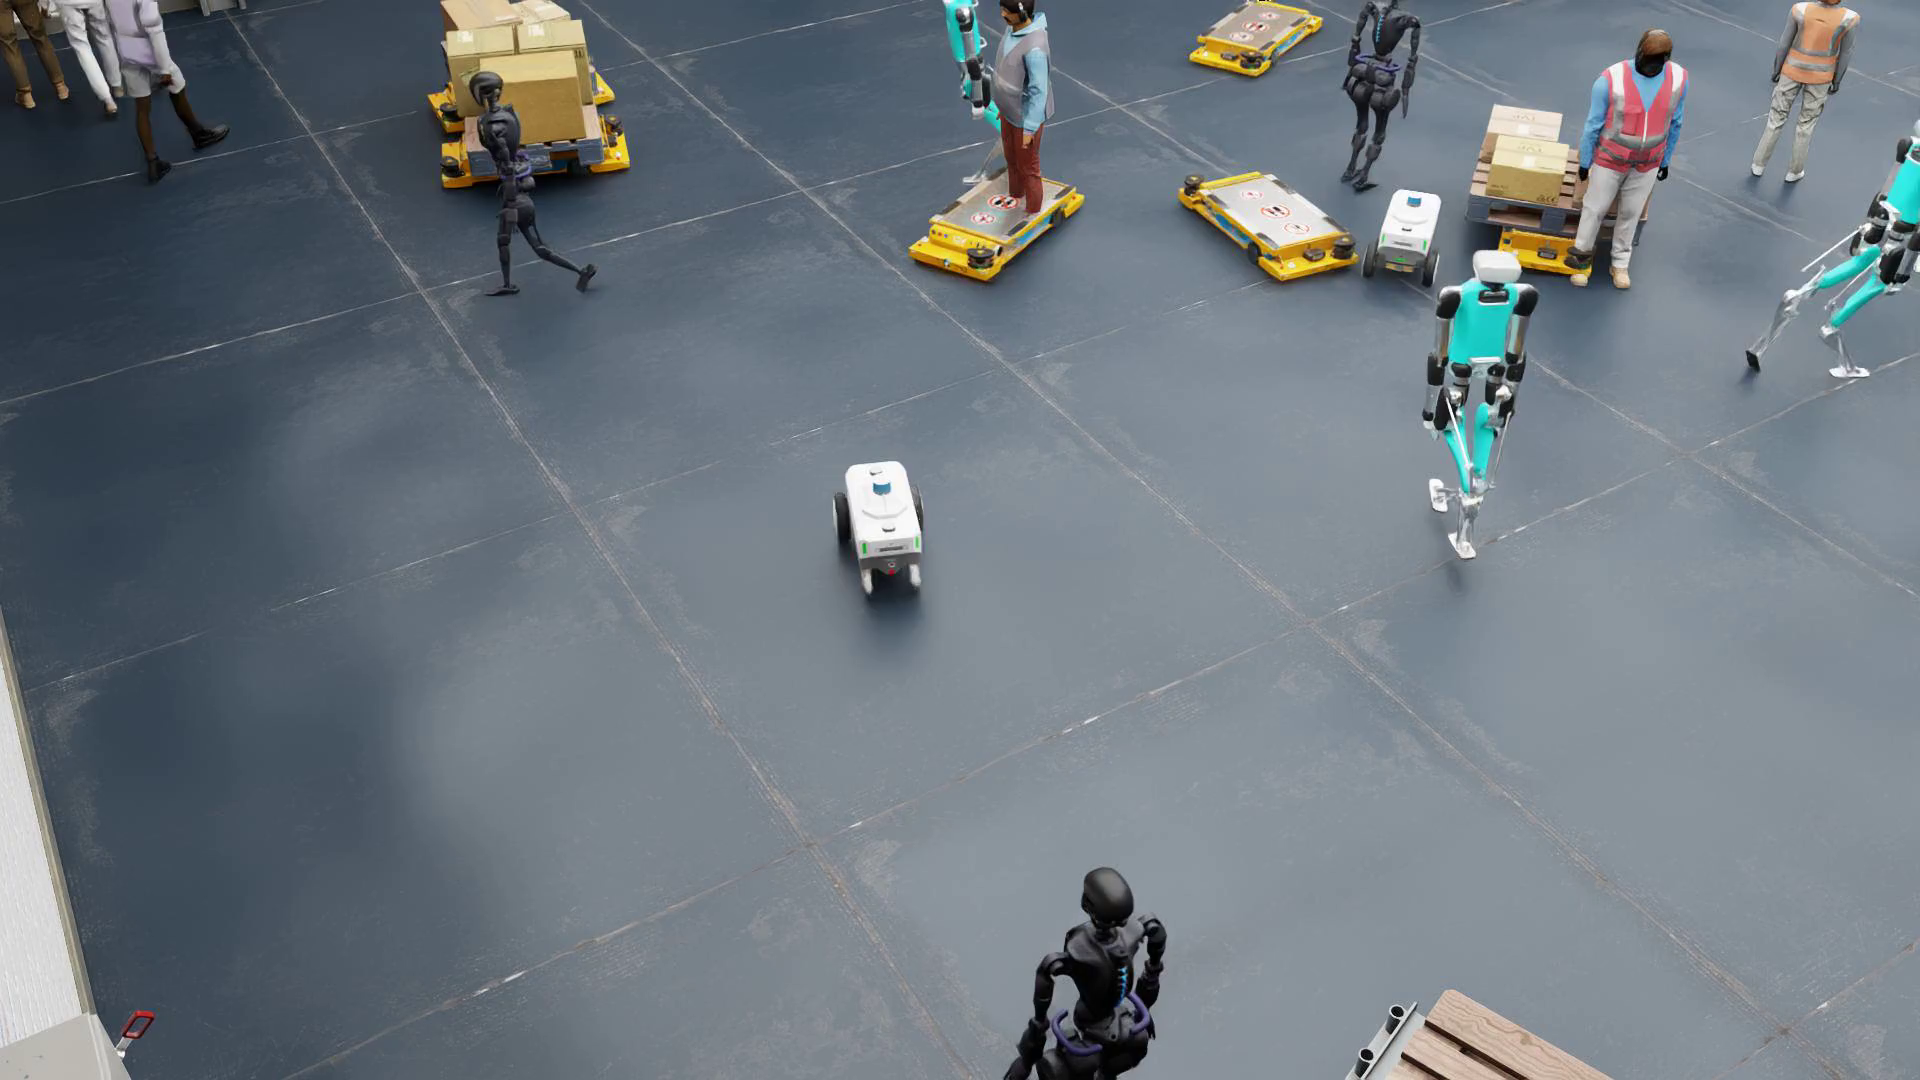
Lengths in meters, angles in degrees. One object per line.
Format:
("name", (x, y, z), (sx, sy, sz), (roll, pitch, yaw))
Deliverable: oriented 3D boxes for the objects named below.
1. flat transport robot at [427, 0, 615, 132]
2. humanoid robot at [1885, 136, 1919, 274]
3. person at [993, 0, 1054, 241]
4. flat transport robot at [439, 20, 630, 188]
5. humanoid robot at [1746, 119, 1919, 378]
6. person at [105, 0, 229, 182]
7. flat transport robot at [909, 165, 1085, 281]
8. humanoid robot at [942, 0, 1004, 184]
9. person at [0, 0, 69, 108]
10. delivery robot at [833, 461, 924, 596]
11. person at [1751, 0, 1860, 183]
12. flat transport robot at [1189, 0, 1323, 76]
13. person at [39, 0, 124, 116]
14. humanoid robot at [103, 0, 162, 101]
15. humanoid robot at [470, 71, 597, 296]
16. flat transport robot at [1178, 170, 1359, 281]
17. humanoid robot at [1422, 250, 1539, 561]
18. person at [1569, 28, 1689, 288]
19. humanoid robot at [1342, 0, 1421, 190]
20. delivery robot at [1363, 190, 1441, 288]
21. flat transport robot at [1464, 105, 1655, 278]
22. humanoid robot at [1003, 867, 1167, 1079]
("flat transport robot", (-3.713, -3.776, 14.057), (1.431, 0.231, 0.659), (-17, 42, -21))
("humanoid robot", (6.920, -2.860, 11.753), (0.532, 1.778, 0.976), (6, 39, 8))
("person", (0.442, -3.011, 11.797), (0.413, 1.878, 0.533), (-14, 41, -17))
("flat transport robot", (-3.373, -3.084, 13.183), (1.431, 0.231, 0.659), (-9, 39, -11))
("humanoid robot", (5.449, -1.741, 10.314), (0.983, 1.758, 0.537), (-4, 39, -5))
("person", (-6.169, -3.753, 12.737), (0.542, 1.868, 0.910), (9, 39, 11))
("flat transport robot", (0.289, -2.361, 12.271), (0.659, 0.231, 1.431), (22, 43, 25))
("humanoid robot", (0.265, -3.350, 12.373), (0.804, 1.811, 0.538), (-8, 39, -9))
("person", (-7.837, -4.447, 13.697), (0.520, 1.768, 0.373), (-27, 46, -30))
("delivery robot", (-0.429, -0.106, 9.210), (0.499, 0.613, 0.807), (-6, 39, -8))
("person", (6.416, -3.508, 12.612), (0.513, 1.640, 0.306), (20, 43, 24))
("flat transport robot", (2.697, -4.574, 15.063), (0.659, 0.231, 1.431), (22, 43, 26))
("person", (-7.212, -4.431, 13.602), (0.595, 1.860, 0.808), (-23, 44, -26))
("humanoid robot", (-7.045, -4.534, 13.873), (0.611, 1.650, 0.311), (29, 47, 32))
("humanoid robot", (-2.953, -2.378, 11.215), (0.790, 1.645, 0.609), (-11, 40, -13))
("flat transport robot", (2.258, -2.358, 12.268), (0.659, 0.231, 1.431), (-16, 41, -19))
("humanoid robot", (2.781, -0.625, 8.882), (0.545, 1.726, 0.937), (-4, 39, -5))
("person", (4.524, -2.583, 11.295), (0.635, 1.834, 0.430), (1, 38, 1))
("humanoid robot", (3.141, -3.463, 12.526), (0.593, 1.646, 0.346), (32, 48, 34))
("delivery robot", (3.173, -2.155, 11.796), (0.499, 0.614, 0.790), (13, 40, 15))
("flat transport robot", (4.380, -2.387, 12.304), (0.659, 0.231, 1.431), (13, 40, 15))
("humanoid robot", (0.484, 1.812, 5.880), (0.609, 1.645, 0.477), (-19, 42, -23))
